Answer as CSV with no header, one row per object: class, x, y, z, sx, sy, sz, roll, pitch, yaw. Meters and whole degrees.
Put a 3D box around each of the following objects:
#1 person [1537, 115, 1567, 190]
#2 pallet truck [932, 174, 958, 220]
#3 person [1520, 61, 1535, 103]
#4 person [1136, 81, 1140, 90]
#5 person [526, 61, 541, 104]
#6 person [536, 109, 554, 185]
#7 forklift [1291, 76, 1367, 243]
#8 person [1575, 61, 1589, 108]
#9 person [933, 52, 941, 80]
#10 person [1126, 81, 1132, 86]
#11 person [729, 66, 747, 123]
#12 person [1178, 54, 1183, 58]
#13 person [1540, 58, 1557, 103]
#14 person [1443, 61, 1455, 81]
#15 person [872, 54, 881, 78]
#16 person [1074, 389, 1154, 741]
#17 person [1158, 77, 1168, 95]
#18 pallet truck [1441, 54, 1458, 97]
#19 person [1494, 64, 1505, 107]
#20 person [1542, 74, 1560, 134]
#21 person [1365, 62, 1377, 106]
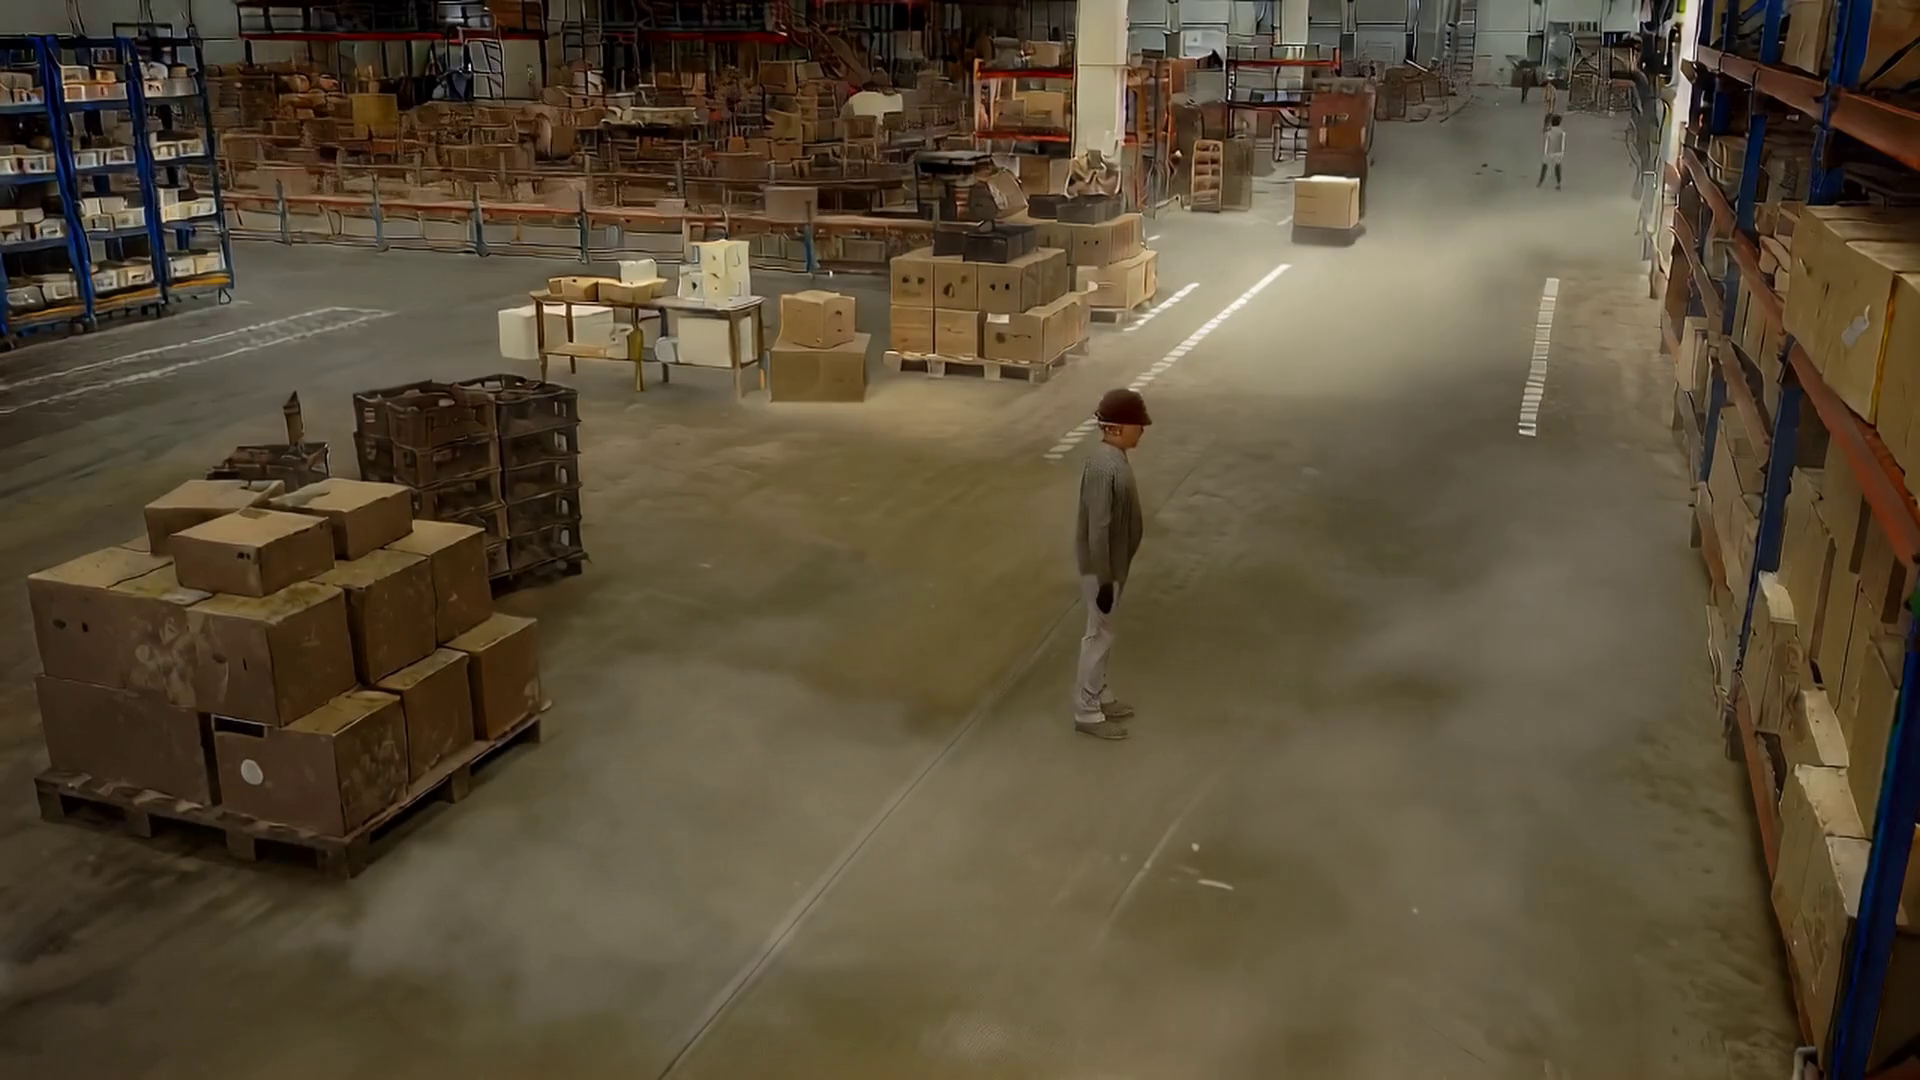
person,13.549,-8.838,37.926,0.540,1.649,0.891,-2,18,-7
pallet truck,-0.507,-5.292,27.348,0.653,1.274,1.630,6,19,19
person,24.945,-20.114,73.111,0.551,1.807,0.713,0,18,0
person,8.843,-22.932,81.798,0.487,1.906,0.744,1,18,3
person,-18.327,-19.617,71.454,0.698,1.867,0.587,7,19,22
person,-9.608,-9.137,38.722,0.900,1.719,0.549,-3,18,-9
forklift,6.598,-6.755,29.381,1.129,2.768,1.873,6,19,19
person,26.211,-19.190,70.010,0.385,1.922,0.595,9,20,27
person,-1.265,-25.580,90.220,0.633,1.839,0.429,-15,23,-39
person,6.060,-16.121,60.244,0.386,1.992,0.624,-2,18,-6
person,-8.050,-16.103,60.198,0.633,1.985,1.033,-12,21,-32
person,11.159,-23.685,84.269,0.430,1.841,0.624,10,20,29
person,25.926,-20.209,73.215,0.392,1.919,0.591,-15,23,-39
person,23.354,-22.002,79.304,0.527,1.644,0.883,-11,21,-31
person,-3.998,-22.566,80.596,0.378,1.932,0.551,14,22,37
person,0.842,0.137,9.190,0.405,1.987,0.608,3,18,10
person,6.958,-15.126,57.508,0.975,1.770,0.650,3,18,10
pallet truck,22.765,-21.886,78.355,0.823,1.965,1.885,-4,18,-14
person,22.931,-19.305,70.659,0.296,1.745,0.484,8,19,24
person,19.525,-14.382,54.875,0.359,1.936,0.552,-1,18,-3
person,17.669,-19.653,71.616,0.541,1.840,0.766,-8,19,-22
